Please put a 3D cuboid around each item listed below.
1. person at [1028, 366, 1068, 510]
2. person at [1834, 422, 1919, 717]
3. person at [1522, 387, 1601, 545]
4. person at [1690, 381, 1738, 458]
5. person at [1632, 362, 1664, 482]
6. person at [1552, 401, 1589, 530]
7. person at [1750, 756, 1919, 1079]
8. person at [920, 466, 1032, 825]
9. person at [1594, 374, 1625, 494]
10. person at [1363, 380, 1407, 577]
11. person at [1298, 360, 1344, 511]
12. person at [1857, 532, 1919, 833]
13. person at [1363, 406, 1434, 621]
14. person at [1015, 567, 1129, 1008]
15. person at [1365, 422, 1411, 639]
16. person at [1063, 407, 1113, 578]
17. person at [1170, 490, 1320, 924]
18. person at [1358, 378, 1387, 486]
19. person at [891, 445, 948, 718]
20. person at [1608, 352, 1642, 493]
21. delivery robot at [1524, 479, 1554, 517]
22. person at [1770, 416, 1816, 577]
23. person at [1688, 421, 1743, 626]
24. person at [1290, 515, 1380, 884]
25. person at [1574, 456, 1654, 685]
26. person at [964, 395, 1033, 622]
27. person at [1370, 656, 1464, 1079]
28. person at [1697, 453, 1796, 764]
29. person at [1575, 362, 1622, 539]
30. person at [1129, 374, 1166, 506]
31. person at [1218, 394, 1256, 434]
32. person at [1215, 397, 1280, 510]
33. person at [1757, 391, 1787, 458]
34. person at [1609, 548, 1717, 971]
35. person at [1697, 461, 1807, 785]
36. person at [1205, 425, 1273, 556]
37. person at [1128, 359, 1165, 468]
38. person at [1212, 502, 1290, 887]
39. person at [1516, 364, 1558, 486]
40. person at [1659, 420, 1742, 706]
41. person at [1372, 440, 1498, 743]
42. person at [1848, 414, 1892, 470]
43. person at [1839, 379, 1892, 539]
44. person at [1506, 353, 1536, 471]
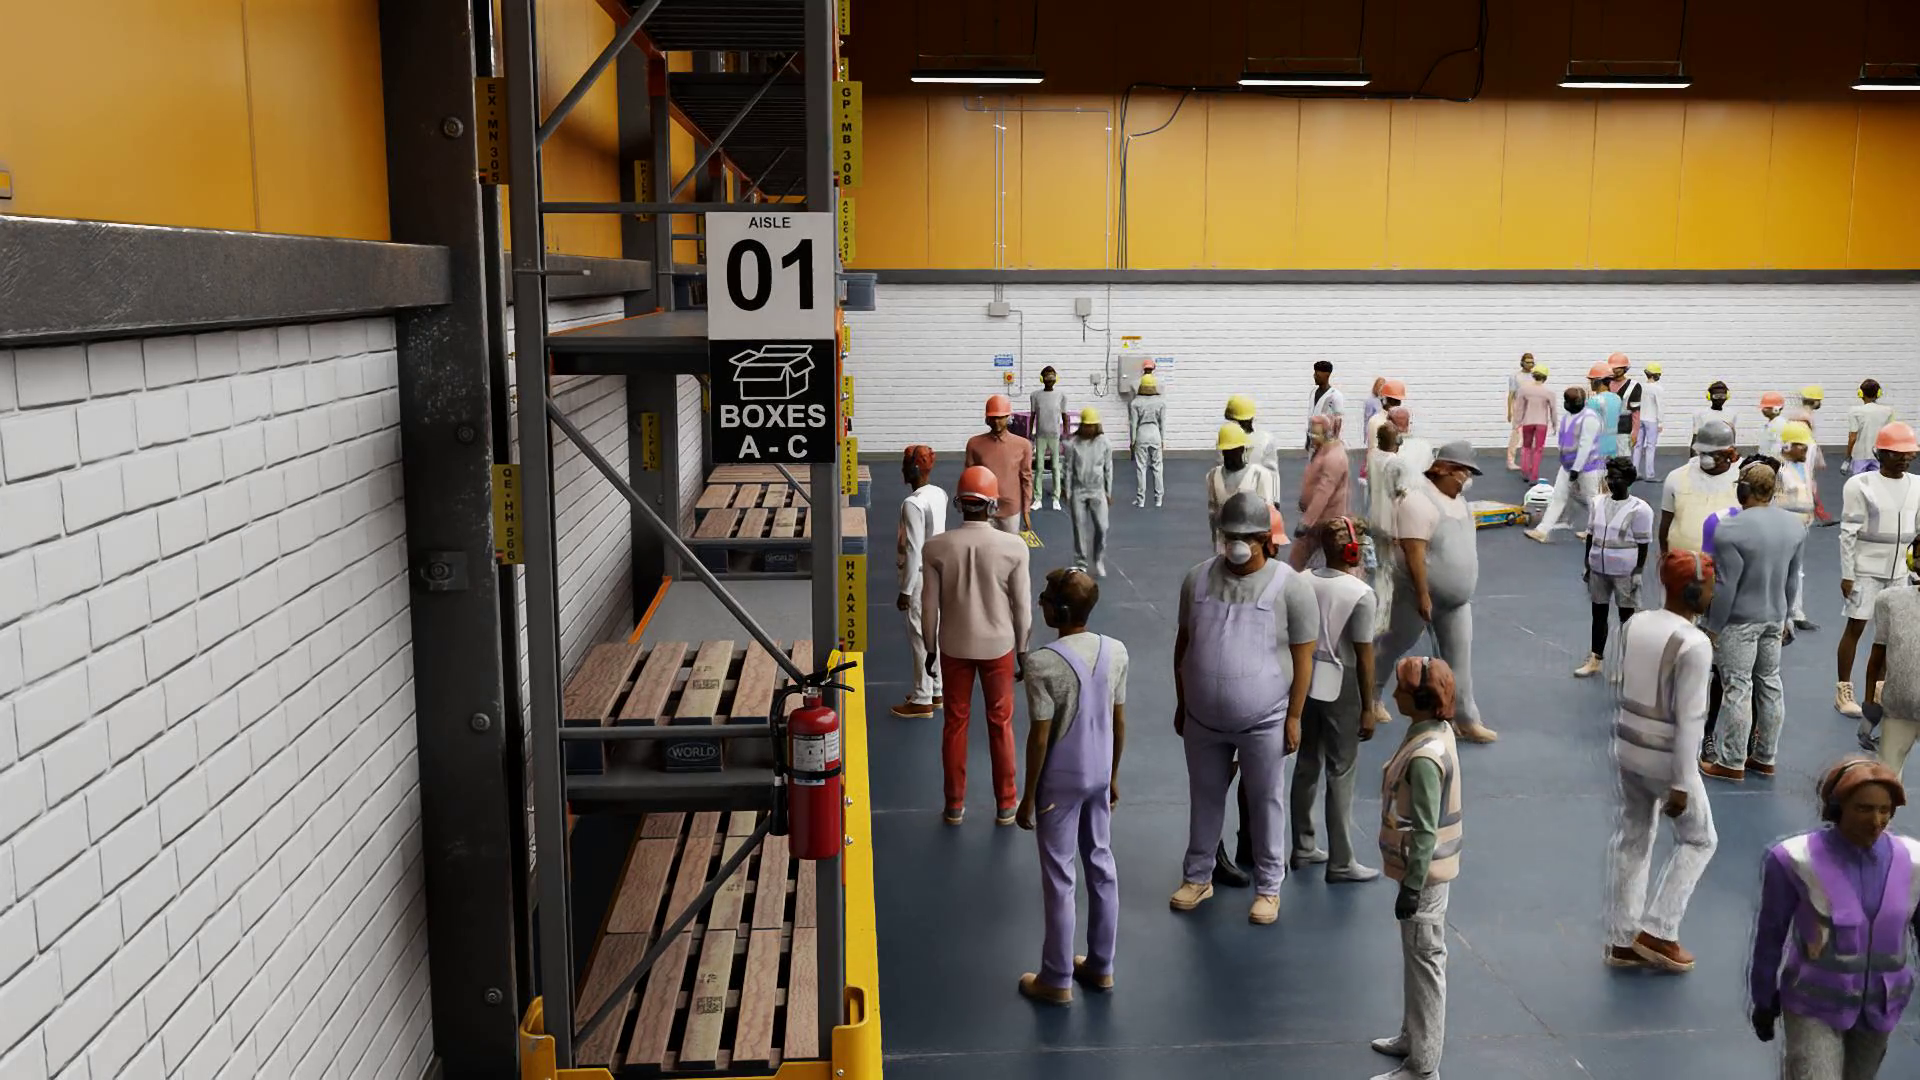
[{"bbox_3d":[1.135,-1.315,21.506,0.533,1.871,0.320,1,9,8],"label":"person"},{"bbox_3d":[6.338,0.207,11.408,0.607,2.045,0.390,-1,9,-4],"label":"person"},{"bbox_3d":[6.865,-0.820,18.645,0.960,1.786,0.629,-2,9,-13],"label":"person"},{"bbox_3d":[8.393,-0.842,18.543,0.533,1.868,0.310,0,9,-1],"label":"person"},{"bbox_3d":[10.123,-1.729,24.431,0.328,1.769,0.525,-4,10,-21],"label":"person"},{"bbox_3d":[7.361,-0.890,19.636,0.538,1.617,0.575,2,9,10],"label":"person"},{"bbox_3d":[2.684,1.450,4.964,0.527,1.598,0.826,0,9,1],"label":"person"},{"bbox_3d":[0.090,0.586,9.180,0.612,1.995,0.392,1,9,7],"label":"person"},{"bbox_3d":[8.942,-1.474,22.902,0.552,1.751,0.372,7,12,38],"label":"person"},{"bbox_3d":[4.290,-0.617,16.754,0.392,1.988,0.609,7,11,36],"label":"person"},{"bbox_3d":[4.598,-1.301,21.115,0.368,1.967,0.600,-4,10,-26],"label":"person"},{"bbox_3d":[4.548,0.857,7.875,0.519,1.871,0.328,6,11,32],"label":"person"},{"bbox_3d":[3.826,-0.222,14.577,0.664,1.890,0.402,-5,10,-28],"label":"person"},{"bbox_3d":[0.460,1.020,6.925,0.505,1.847,0.346,-6,11,-34],"label":"person"},{"bbox_3d":[3.582,-0.074,13.908,0.405,1.806,0.572,-6,11,-31],"label":"person"},{"bbox_3d":[1.276,-0.459,16.588,0.500,1.732,0.416,0,9,1],"label":"person"},{"bbox_3d":[1.300,0.779,7.827,0.684,2.000,0.538,5,10,28],"label":"person"},{"bbox_3d":[5.947,-1.513,23.623,0.514,1.592,0.844,-6,11,-32],"label":"person"},{"bbox_3d":[-0.276,0.282,11.444,0.355,1.883,0.575,3,10,18],"label":"person"},{"bbox_3d":[8.579,-1.439,21.775,0.404,2.036,0.613,-7,12,-39],"label":"person"},{"bbox_3d":[7.081,-0.503,20.231,0.477,0.478,0.707,4,10,25],"label":"delivery robot"},{"bbox_3d":[8.315,-0.429,16.673,0.521,1.638,0.311,-2,9,-14],"label":"person"},{"bbox_3d":[6.258,-0.071,13.790,0.507,1.842,0.351,5,10,28],"label":"person"},{"bbox_3d":[1.851,0.792,8.349,0.390,1.846,0.564,-5,10,-30],"label":"person"},{"bbox_3d":[4.873,0.224,12.388,0.318,1.697,0.535,-6,11,-34],"label":"person"},{"bbox_3d":[0.328,-0.270,14.554,0.611,1.996,0.378,1,9,5],"label":"person"},{"bbox_3d":[1.715,1.236,6.215,0.308,1.640,0.510,3,9,17],"label":"person"},{"bbox_3d":[4.817,0.442,10.175,0.614,1.963,0.362,-1,9,-4],"label":"person"},{"bbox_3d":[7.316,-1.017,19.098,0.615,2.040,0.391,-8,12,-42],"label":"person"},{"bbox_3d":[2.459,-1.309,21.864,0.487,1.744,0.312,-1,9,-8],"label":"person"},{"bbox_3d":[3.123,-0.769,18.569,0.497,1.712,0.849,-3,9,-16],"label":"person"},{"bbox_3d":[2.756,-0.453,16.033,0.637,1.886,0.792,0,9,2],"label":"person"},{"bbox_3d":[9.103,-0.801,18.687,0.378,1.739,0.599,3,10,20],"label":"person"},{"bbox_3d":[3.064,0.961,7.236,0.465,1.863,0.584,-2,9,-15],"label":"person"},{"bbox_3d":[4.712,0.494,9.934,0.627,1.940,0.370,-3,10,-20],"label":"person"},{"bbox_3d":[2.197,0.019,13.150,0.592,1.868,1.022,5,11,30],"label":"person"},{"bbox_3d":[2.899,-1.950,25.912,0.569,1.744,0.432,0,9,-2],"label":"person"},{"bbox_3d":[1.449,0.761,8.294,0.546,1.928,0.383,-8,12,-41],"label":"person"},{"bbox_3d":[8.380,-1.670,24.072,0.554,1.747,0.592,6,11,35],"label":"person"},{"bbox_3d":[5.275,0.156,11.737,0.683,2.000,0.536,6,11,31],"label":"person"},{"bbox_3d":[3.116,0.268,11.036,0.701,2.000,1.046,-6,11,-33],"label":"person"},{"bbox_3d":[11.503,-1.147,21.016,0.537,1.679,0.624,2,9,11],"label":"person"},{"bbox_3d":[10.320,-0.906,18.961,0.518,1.865,0.326,0,9,-2],"label":"person"},{"bbox_3d":[8.779,-1.992,25.878,0.524,1.835,0.365,-3,9,-16],"label":"person"}]
